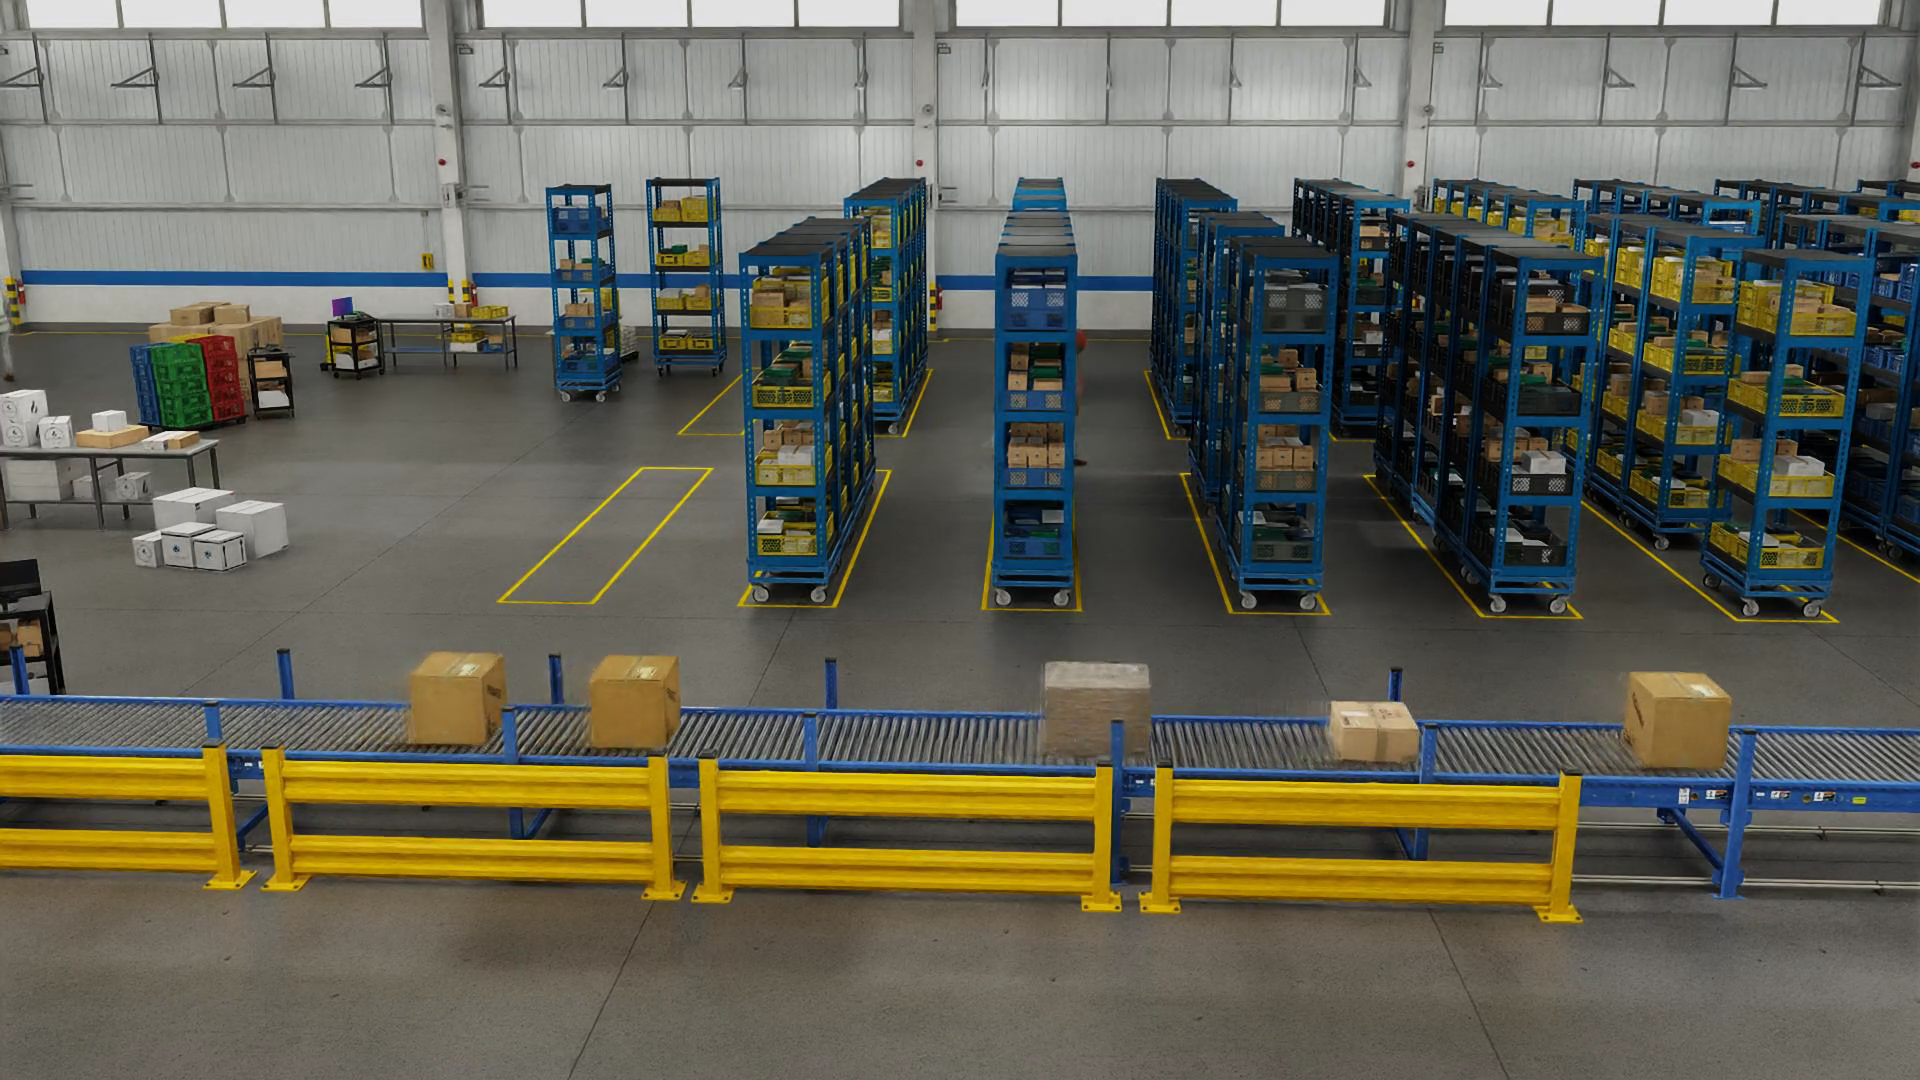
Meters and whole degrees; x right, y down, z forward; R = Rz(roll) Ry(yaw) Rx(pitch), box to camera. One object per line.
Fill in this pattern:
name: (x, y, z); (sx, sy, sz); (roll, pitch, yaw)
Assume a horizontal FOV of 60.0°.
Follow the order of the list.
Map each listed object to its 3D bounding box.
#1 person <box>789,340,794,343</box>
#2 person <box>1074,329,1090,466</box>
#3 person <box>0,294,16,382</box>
person: (-2.811, -3.522, 29.240); (0.408, 1.791, 0.682); (-1, 15, -4)
person: (1.478, -1.977, 23.175); (0.619, 1.964, 0.616); (-1, 15, -3)
person: (-17.534, -3.837, 30.174); (0.977, 1.899, 0.615); (13, 20, 39)
